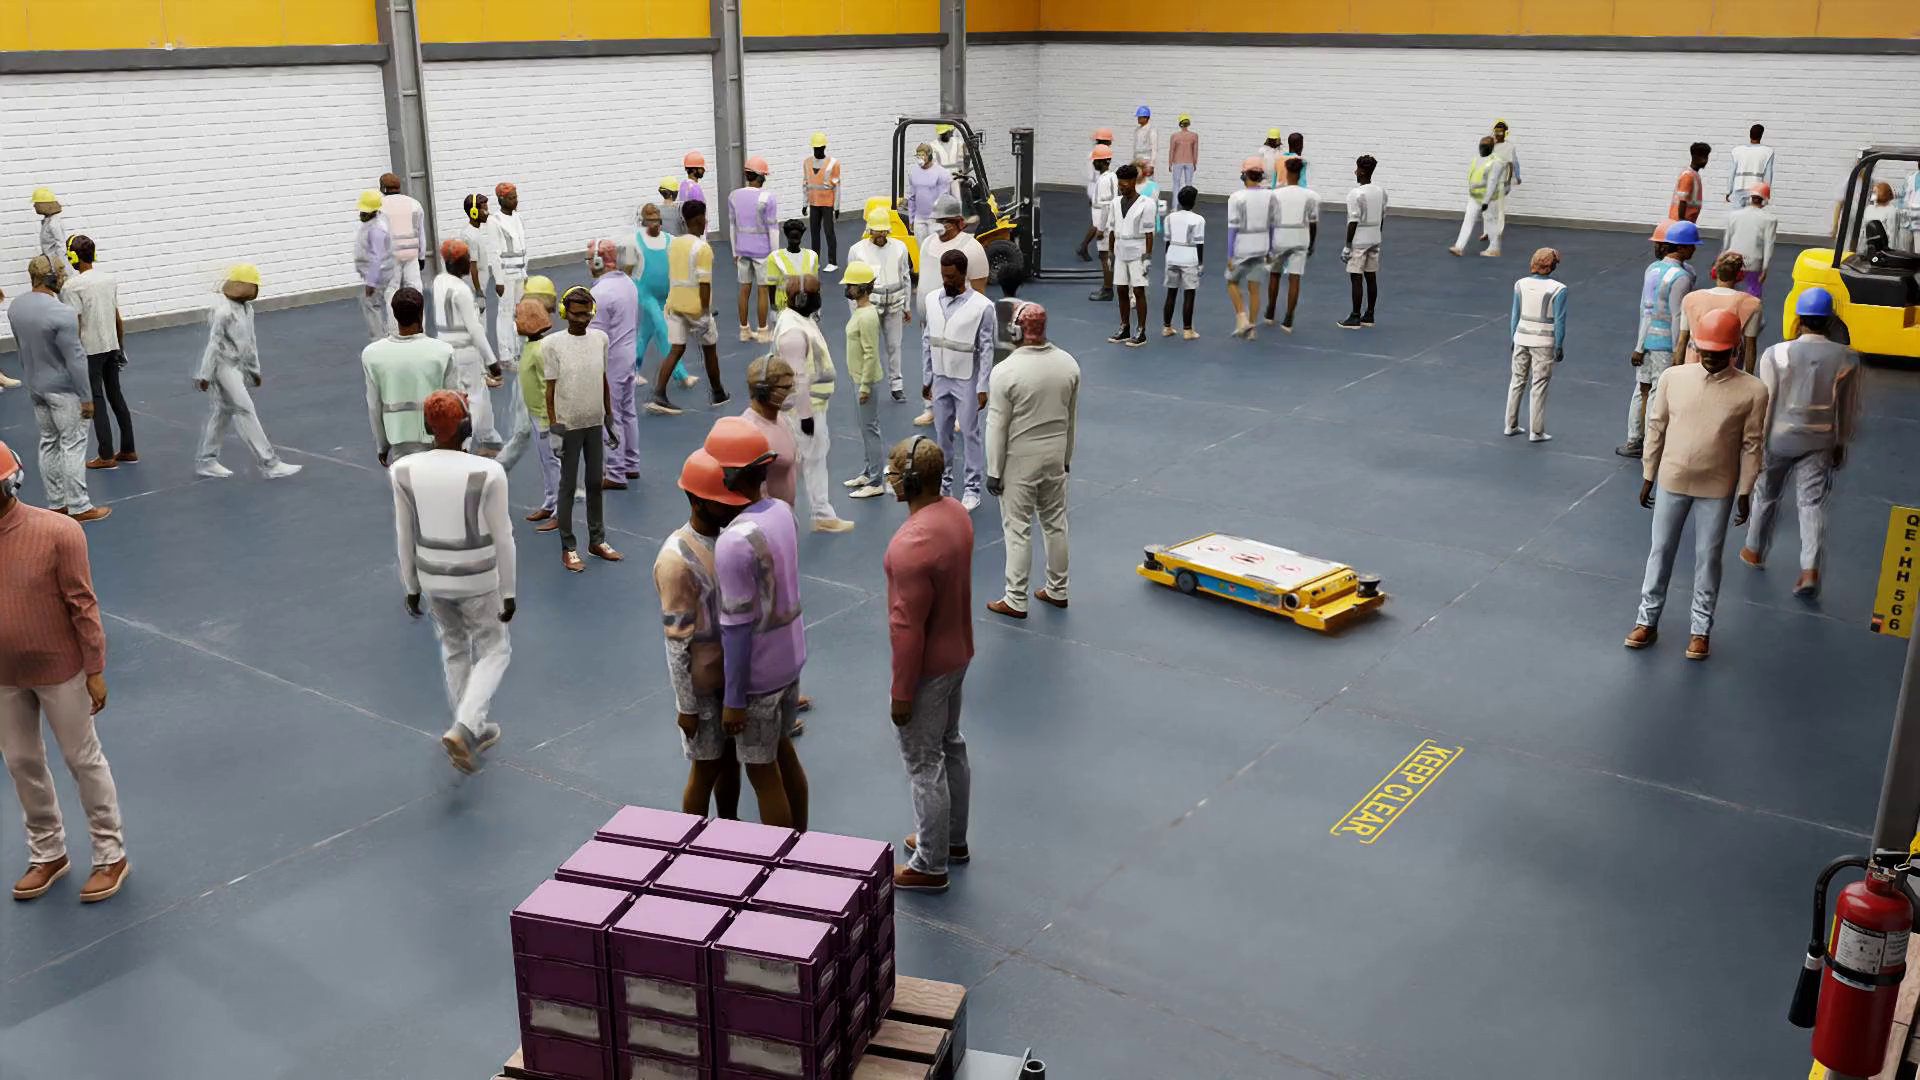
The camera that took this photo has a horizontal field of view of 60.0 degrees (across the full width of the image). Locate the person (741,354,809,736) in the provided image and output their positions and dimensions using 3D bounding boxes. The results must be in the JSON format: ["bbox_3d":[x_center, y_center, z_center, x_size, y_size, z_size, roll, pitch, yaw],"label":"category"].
[{"bbox_3d":[-0.967,0.020,8.362,0.356,1.936,0.635,1,18,3],"label":"person"}]

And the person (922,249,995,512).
[{"bbox_3d":[-0.021,-1.163,12.100,0.589,1.914,0.392,12,21,32],"label":"person"}]

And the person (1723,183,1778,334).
[{"bbox_3d":[8.765,-3.101,18.494,0.589,1.705,0.885,16,24,41],"label":"person"}]

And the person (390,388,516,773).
[{"bbox_3d":[-2.387,0.219,7.870,0.582,1.864,0.649,2,18,8],"label":"person"}]

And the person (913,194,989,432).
[{"bbox_3d":[-0.121,-1.954,14.370,0.683,2.000,0.536,14,22,36],"label":"person"}]

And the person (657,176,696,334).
[{"bbox_3d":[-3.229,-3.188,18.673,0.533,1.768,0.311,5,18,15],"label":"person"}]

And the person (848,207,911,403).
[{"bbox_3d":[-0.730,-2.162,15.379,0.602,1.821,0.403,-6,19,-19],"label":"person"}]

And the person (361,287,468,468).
[{"bbox_3d":[-3.371,-0.616,10.383,0.591,1.919,0.392,-1,18,-3],"label":"person"}]

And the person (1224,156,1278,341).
[{"bbox_3d":[3.173,-3.193,18.296,0.607,2.013,0.422,-5,18,-16],"label":"person"}]

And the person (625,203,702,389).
[{"bbox_3d":[-2.921,-2.328,15.949,0.890,1.781,0.466,15,23,39],"label":"person"}]

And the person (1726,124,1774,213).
[{"bbox_3d":[11.683,-5.178,24.650,0.597,1.916,0.370,9,20,26],"label":"person"}]

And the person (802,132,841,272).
[{"bbox_3d":[-1.933,-4.696,23.149,0.594,1.917,0.397,10,20,28],"label":"person"}]

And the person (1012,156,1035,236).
[{"bbox_3d":[1.029,-5.736,26.706,0.536,1.717,0.549,-7,19,-22],"label":"person"}]

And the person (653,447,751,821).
[{"bbox_3d":[-0.983,0.541,6.759,0.391,1.923,0.553,7,19,20],"label":"person"}]

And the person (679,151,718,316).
[{"bbox_3d":[-3.130,-3.640,19.807,0.356,1.937,0.552,-9,20,-26],"label":"person"}]

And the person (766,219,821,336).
[{"bbox_3d":[-1.550,-2.159,15.572,0.531,1.692,0.320,-9,20,-26],"label":"person"}]

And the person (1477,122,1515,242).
[{"bbox_3d":[8.428,-5.622,26.142,0.334,1.860,0.509,-14,22,-37],"label":"person"}]

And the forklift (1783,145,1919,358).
[{"bbox_3d":[9.803,-2.879,17.013,2.313,2.155,1.214,12,21,33],"label":"forklift"}]

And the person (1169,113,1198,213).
[{"bbox_3d":[3.990,-6.741,29.803,0.528,1.760,0.343,-1,18,-4],"label":"person"}]

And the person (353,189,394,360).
[{"bbox_3d":[-6.084,-2.739,17.245,0.439,1.782,0.621,-6,19,-19],"label":"person"}]

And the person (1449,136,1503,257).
[{"bbox_3d":[7.624,-5.025,24.404,0.936,1.777,0.690,-7,19,-22],"label":"person"}]

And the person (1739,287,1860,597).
[{"bbox_3d":[5.306,-0.621,10.444,0.621,1.902,1.000,3,18,11],"label":"person"}]

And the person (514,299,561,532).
[{"bbox_3d":[-2.936,-0.871,11.639,0.284,1.633,0.501,-8,19,-22],"label":"person"}]

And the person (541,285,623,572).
[{"bbox_3d":[-2.453,-0.735,10.844,0.520,1.865,0.332,-16,24,-41],"label":"person"}]

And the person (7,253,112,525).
[{"bbox_3d":[-6.354,-1.051,11.734,0.641,1.927,0.386,9,20,25],"label":"person"}]

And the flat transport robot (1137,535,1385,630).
[{"bbox_3d":[1.869,0.221,10.423,0.652,0.197,1.431,-17,24,-42],"label":"flat transport robot"}]

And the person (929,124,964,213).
[{"bbox_3d":[-0.210,-5.751,26.504,0.637,1.876,0.516,-6,19,-19],"label":"person"}]

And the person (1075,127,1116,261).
[{"bbox_3d":[2.003,-5.011,24.136,0.715,1.914,0.561,-3,18,-10],"label":"person"}]

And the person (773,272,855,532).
[{"bbox_3d":[-1.084,-0.948,11.565,0.645,1.829,0.648,0,18,0],"label":"person"}]

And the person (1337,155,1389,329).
[{"bbox_3d":[4.599,-3.400,19.011,0.605,1.966,0.373,-13,22,-34],"label":"person"}]

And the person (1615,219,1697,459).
[{"bbox_3d":[5.648,-1.616,13.478,0.544,1.939,0.354,-13,22,-35],"label":"person"}]

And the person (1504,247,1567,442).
[{"bbox_3d":[4.869,-1.650,14.085,0.314,1.633,0.519,-11,21,-32],"label":"person"}]

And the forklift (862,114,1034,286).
[{"bbox_3d":[-0.171,-4.594,22.377,2.313,2.155,1.214,1,18,3],"label":"forklift"}]
